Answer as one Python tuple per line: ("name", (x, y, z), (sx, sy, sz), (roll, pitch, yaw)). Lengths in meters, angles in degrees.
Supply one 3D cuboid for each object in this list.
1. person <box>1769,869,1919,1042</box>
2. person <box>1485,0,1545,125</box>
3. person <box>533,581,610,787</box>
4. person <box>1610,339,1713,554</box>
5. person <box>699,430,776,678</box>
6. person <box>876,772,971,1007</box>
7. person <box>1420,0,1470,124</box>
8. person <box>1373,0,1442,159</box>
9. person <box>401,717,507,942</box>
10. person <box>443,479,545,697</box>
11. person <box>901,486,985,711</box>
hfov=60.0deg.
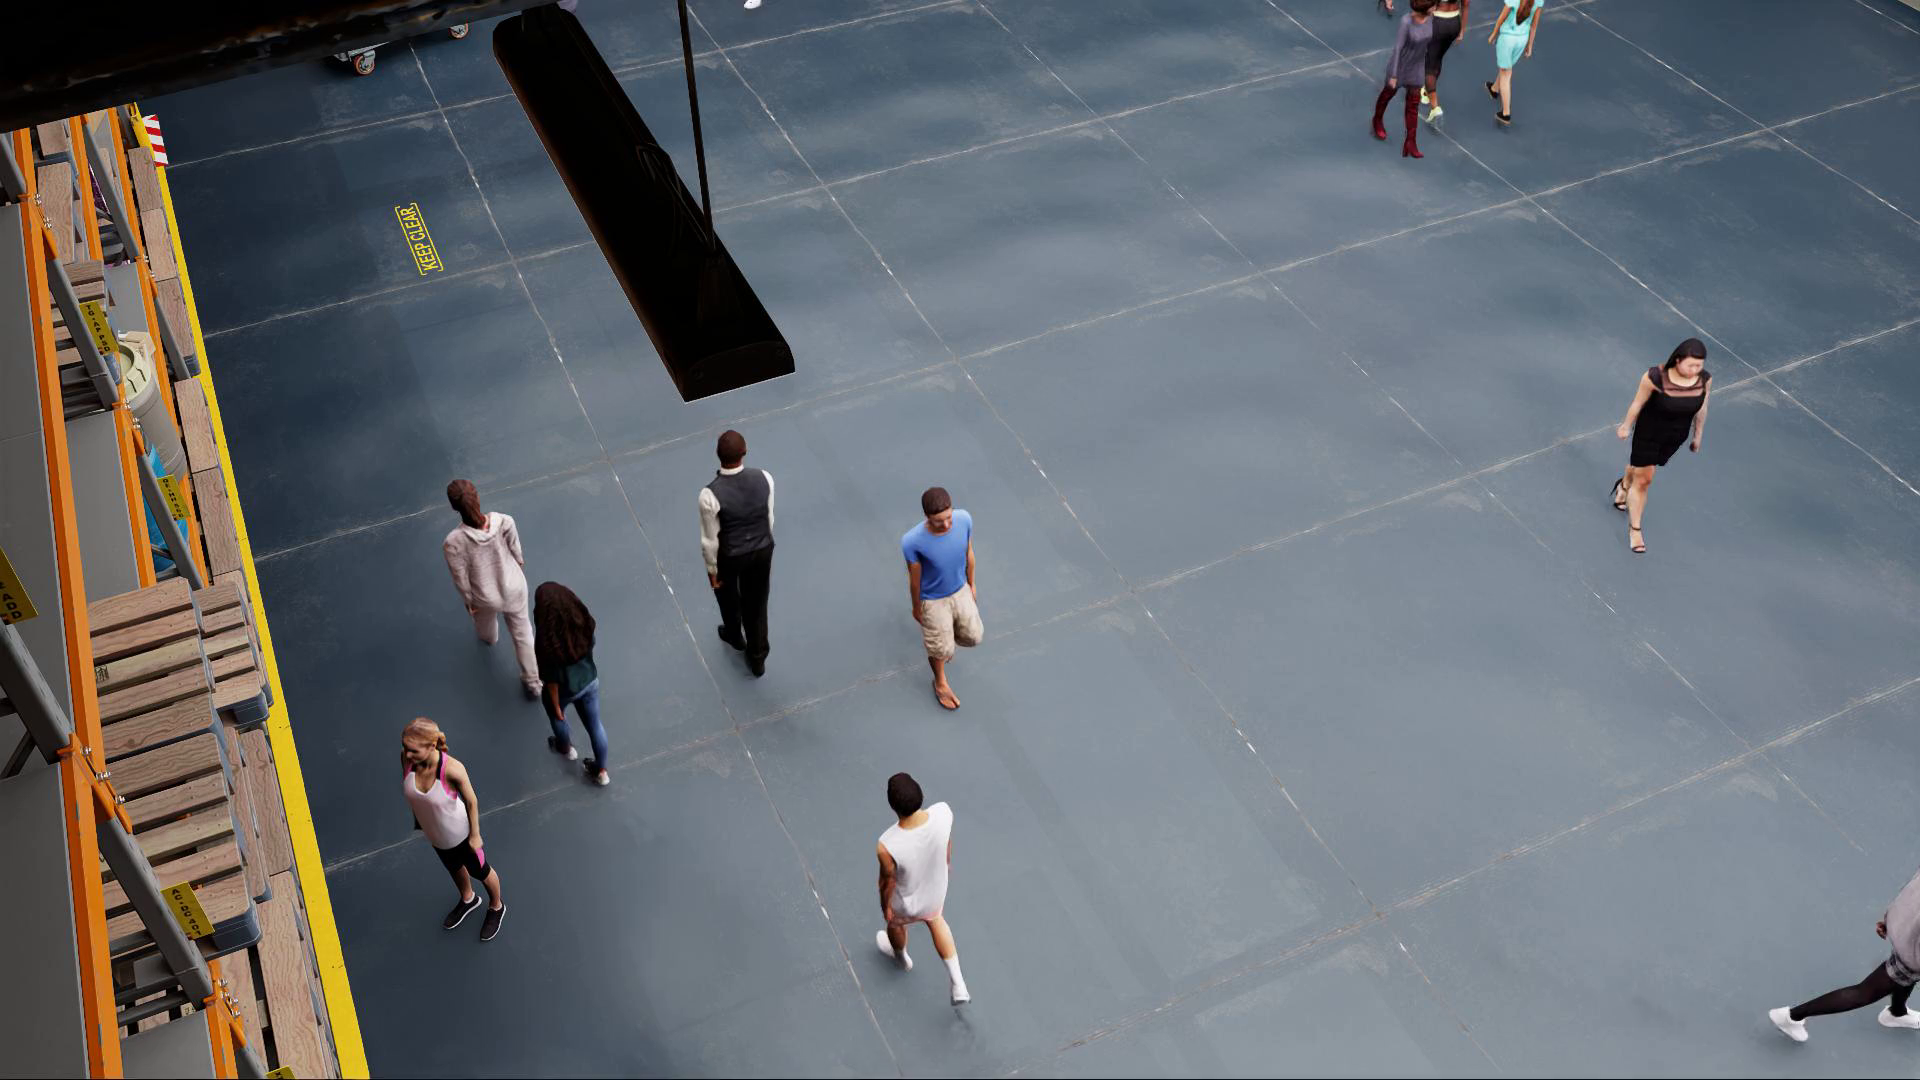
("person", (4.932, 2.153, 8.805), (1.068, 1.731, 1.217), (3, 44, 3))
("person", (5.428, -4.835, 16.291), (0.758, 1.523, 1.109), (-5, 44, -6))
("person", (-2.322, 0.928, 10.186), (0.873, 1.598, 0.748), (34, 53, 31))
("person", (4.973, -0.803, 11.944), (0.896, 1.680, 1.093), (-3, 44, -3))
("person", (-1.370, 0.147, 10.793), (0.695, 1.892, 0.760), (-16, 46, -16))
("person", (-0.198, 1.928, 9.014), (0.696, 1.767, 1.006), (-23, 48, -23))
("person", (4.729, -4.924, 16.236), (0.766, 1.727, 1.108), (-5, 44, -6))
("person", (4.192, -4.530, 15.859), (0.638, 1.675, 1.016), (-18, 47, -18))
("person", (-2.858, 1.600, 9.343), (0.672, 1.788, 0.736), (15, 46, 15))
("person", (-2.971, 0.362, 10.749), (0.682, 1.642, 1.049), (-20, 47, -20))
("person", (-0.165, 0.283, 10.685), (0.702, 1.845, 0.818), (-23, 48, -22))
